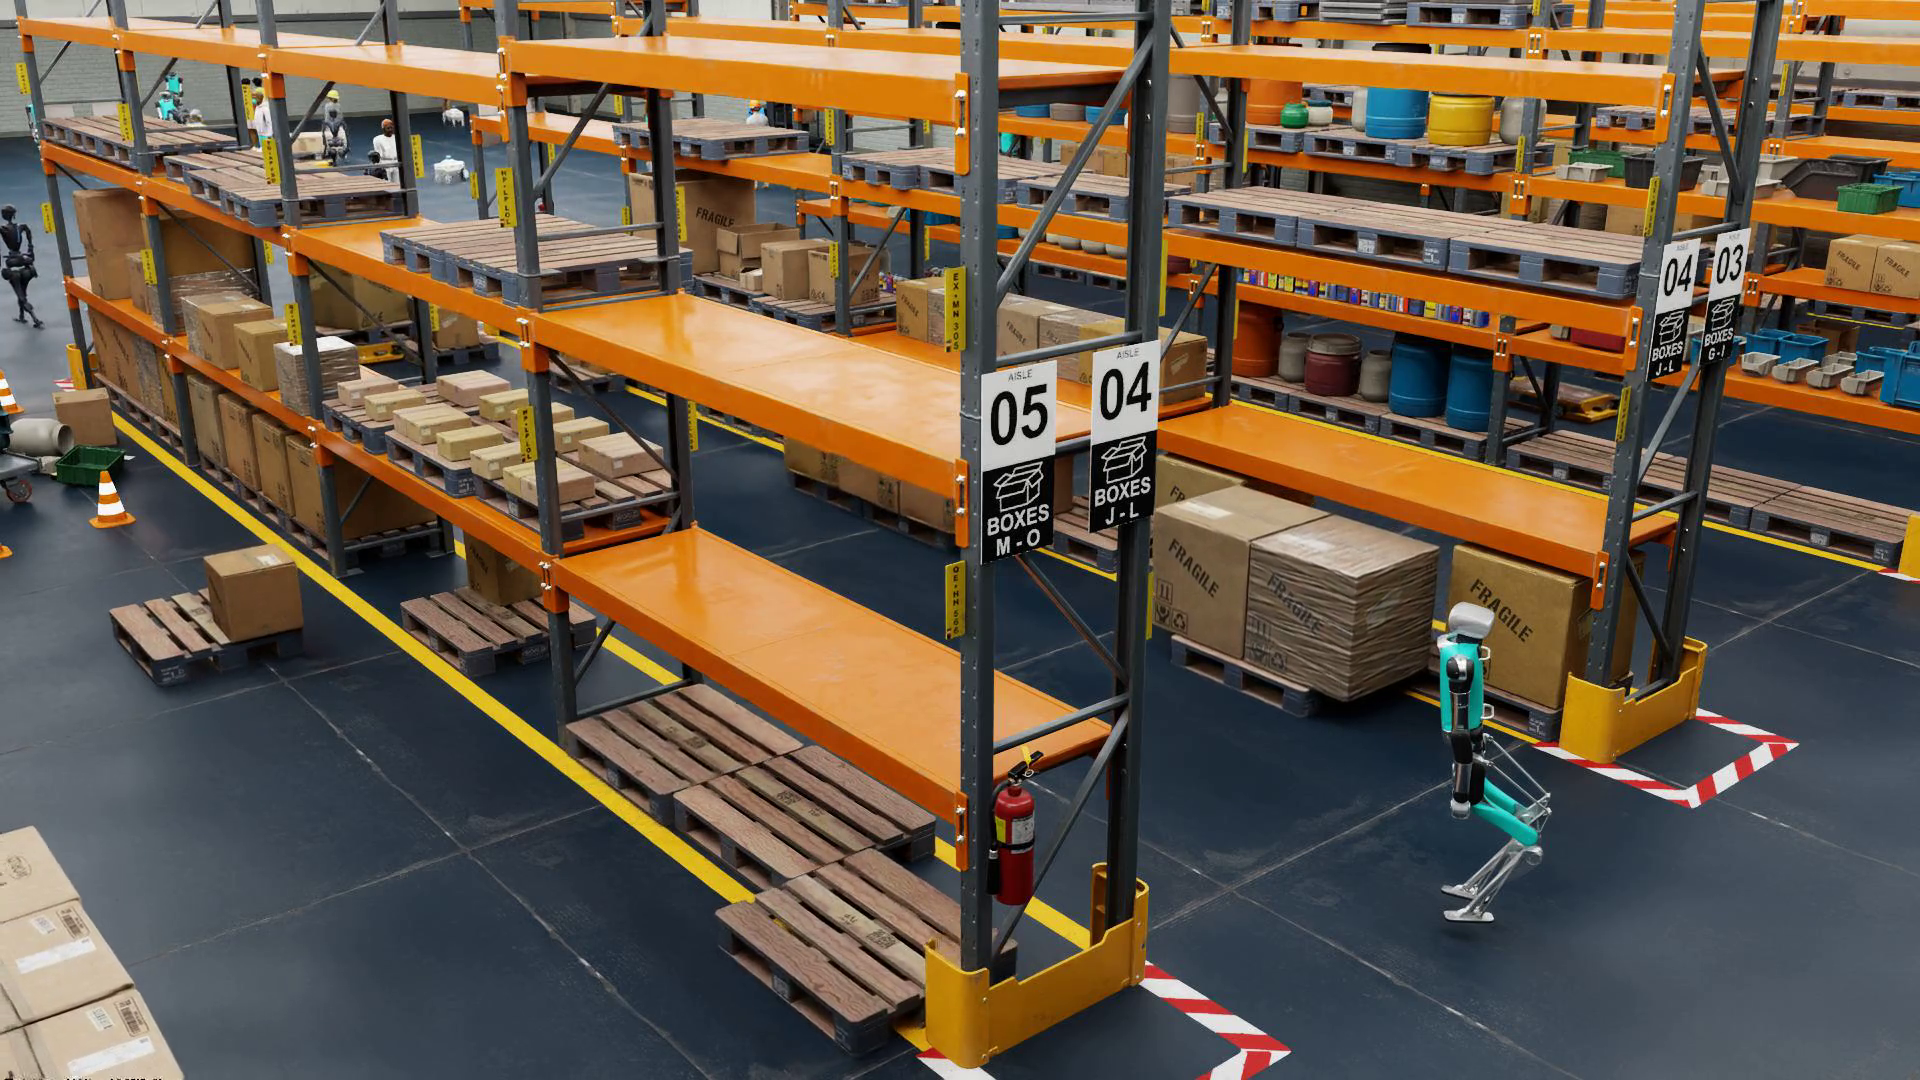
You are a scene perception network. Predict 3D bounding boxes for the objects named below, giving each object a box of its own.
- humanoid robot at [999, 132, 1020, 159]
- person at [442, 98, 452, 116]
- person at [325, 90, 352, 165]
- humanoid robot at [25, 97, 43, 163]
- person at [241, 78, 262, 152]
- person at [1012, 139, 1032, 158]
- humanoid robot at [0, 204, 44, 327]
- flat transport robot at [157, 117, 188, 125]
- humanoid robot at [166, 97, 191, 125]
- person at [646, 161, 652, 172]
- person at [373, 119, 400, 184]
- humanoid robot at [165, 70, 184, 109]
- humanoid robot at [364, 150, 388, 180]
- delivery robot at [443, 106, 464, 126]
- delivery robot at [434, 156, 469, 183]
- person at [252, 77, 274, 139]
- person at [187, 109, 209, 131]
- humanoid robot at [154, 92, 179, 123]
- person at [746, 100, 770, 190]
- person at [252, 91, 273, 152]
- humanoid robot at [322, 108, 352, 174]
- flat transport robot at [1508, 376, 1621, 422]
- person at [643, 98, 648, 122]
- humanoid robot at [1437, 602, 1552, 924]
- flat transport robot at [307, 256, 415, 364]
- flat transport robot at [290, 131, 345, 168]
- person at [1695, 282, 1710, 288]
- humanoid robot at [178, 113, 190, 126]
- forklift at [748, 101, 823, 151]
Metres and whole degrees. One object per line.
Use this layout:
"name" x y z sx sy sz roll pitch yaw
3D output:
"humanoid robot" 1.128 -7.410 32.872 0.737 1.822 0.532 -17 26 -41
"person" -16.007 -14.161 51.827 0.498 1.870 0.379 16 25 38
"person" -14.882 -9.854 39.750 0.645 1.738 0.576 9 21 24
"humanoid robot" -21.135 -9.328 38.333 0.557 1.813 0.898 -11 22 -29
"person" -18.016 -10.820 42.357 0.798 1.843 0.410 8 21 21
"person" 1.234 -8.381 35.592 0.572 1.730 0.702 -10 21 -25
"humanoid robot" -12.696 -3.680 22.379 0.788 1.645 0.600 10 22 27
"flat transport robot" -19.679 -9.714 41.582 1.431 0.231 0.659 -6 20 -15
"humanoid robot" -18.210 -9.496 38.872 0.384 1.677 0.605 18 26 41
"person" -6.067 -7.586 33.307 0.471 1.742 0.342 -6 20 -18
"person" -10.726 -6.976 31.378 0.566 1.876 0.353 -15 24 -37
"humanoid robot" -22.165 -12.225 46.577 0.565 1.766 0.974 4 20 12
"humanoid robot" -9.849 -5.742 28.133 0.599 1.657 0.315 10 22 26
"delivery robot" -14.924 -12.521 49.110 0.499 0.575 0.750 -12 23 -31
"delivery robot" -11.307 -8.219 36.875 0.499 0.581 0.767 7 21 19
"person" -18.862 -11.643 44.953 0.549 1.666 0.416 -7 20 -18
"person" -15.379 -7.782 33.713 0.541 1.854 0.977 3 20 8
"humanoid robot" -18.557 -9.683 39.373 0.550 1.764 1.025 -17 26 -40
"person" -4.319 -8.436 35.510 0.569 1.889 0.389 -12 22 -30
"person" -15.612 -9.100 37.352 0.498 1.914 0.350 16 25 38
"humanoid robot" -13.643 -8.610 36.387 0.615 1.626 0.774 -3 20 -9
"flat transport robot" 6.549 -1.573 18.412 0.659 0.231 1.431 -14 24 -34
"person" -7.952 -11.102 42.959 0.383 1.977 0.488 15 24 37
"humanoid robot" 2.698 1.136 8.286 0.735 1.677 0.533 6 20 16
"flat transport robot" -7.514 -2.439 20.876 0.659 0.231 1.431 -15 24 -37
"flat transport robot" -15.188 -8.851 39.125 0.659 0.231 1.431 -13 23 -32
"person" 10.128 -3.839 22.726 0.522 1.675 0.715 -14 24 -34
"humanoid robot" -16.190 -8.183 35.098 0.584 1.641 0.387 9 21 24
"forklift" -4.526 -11.368 42.374 1.129 2.768 1.873 -15 24 -37
